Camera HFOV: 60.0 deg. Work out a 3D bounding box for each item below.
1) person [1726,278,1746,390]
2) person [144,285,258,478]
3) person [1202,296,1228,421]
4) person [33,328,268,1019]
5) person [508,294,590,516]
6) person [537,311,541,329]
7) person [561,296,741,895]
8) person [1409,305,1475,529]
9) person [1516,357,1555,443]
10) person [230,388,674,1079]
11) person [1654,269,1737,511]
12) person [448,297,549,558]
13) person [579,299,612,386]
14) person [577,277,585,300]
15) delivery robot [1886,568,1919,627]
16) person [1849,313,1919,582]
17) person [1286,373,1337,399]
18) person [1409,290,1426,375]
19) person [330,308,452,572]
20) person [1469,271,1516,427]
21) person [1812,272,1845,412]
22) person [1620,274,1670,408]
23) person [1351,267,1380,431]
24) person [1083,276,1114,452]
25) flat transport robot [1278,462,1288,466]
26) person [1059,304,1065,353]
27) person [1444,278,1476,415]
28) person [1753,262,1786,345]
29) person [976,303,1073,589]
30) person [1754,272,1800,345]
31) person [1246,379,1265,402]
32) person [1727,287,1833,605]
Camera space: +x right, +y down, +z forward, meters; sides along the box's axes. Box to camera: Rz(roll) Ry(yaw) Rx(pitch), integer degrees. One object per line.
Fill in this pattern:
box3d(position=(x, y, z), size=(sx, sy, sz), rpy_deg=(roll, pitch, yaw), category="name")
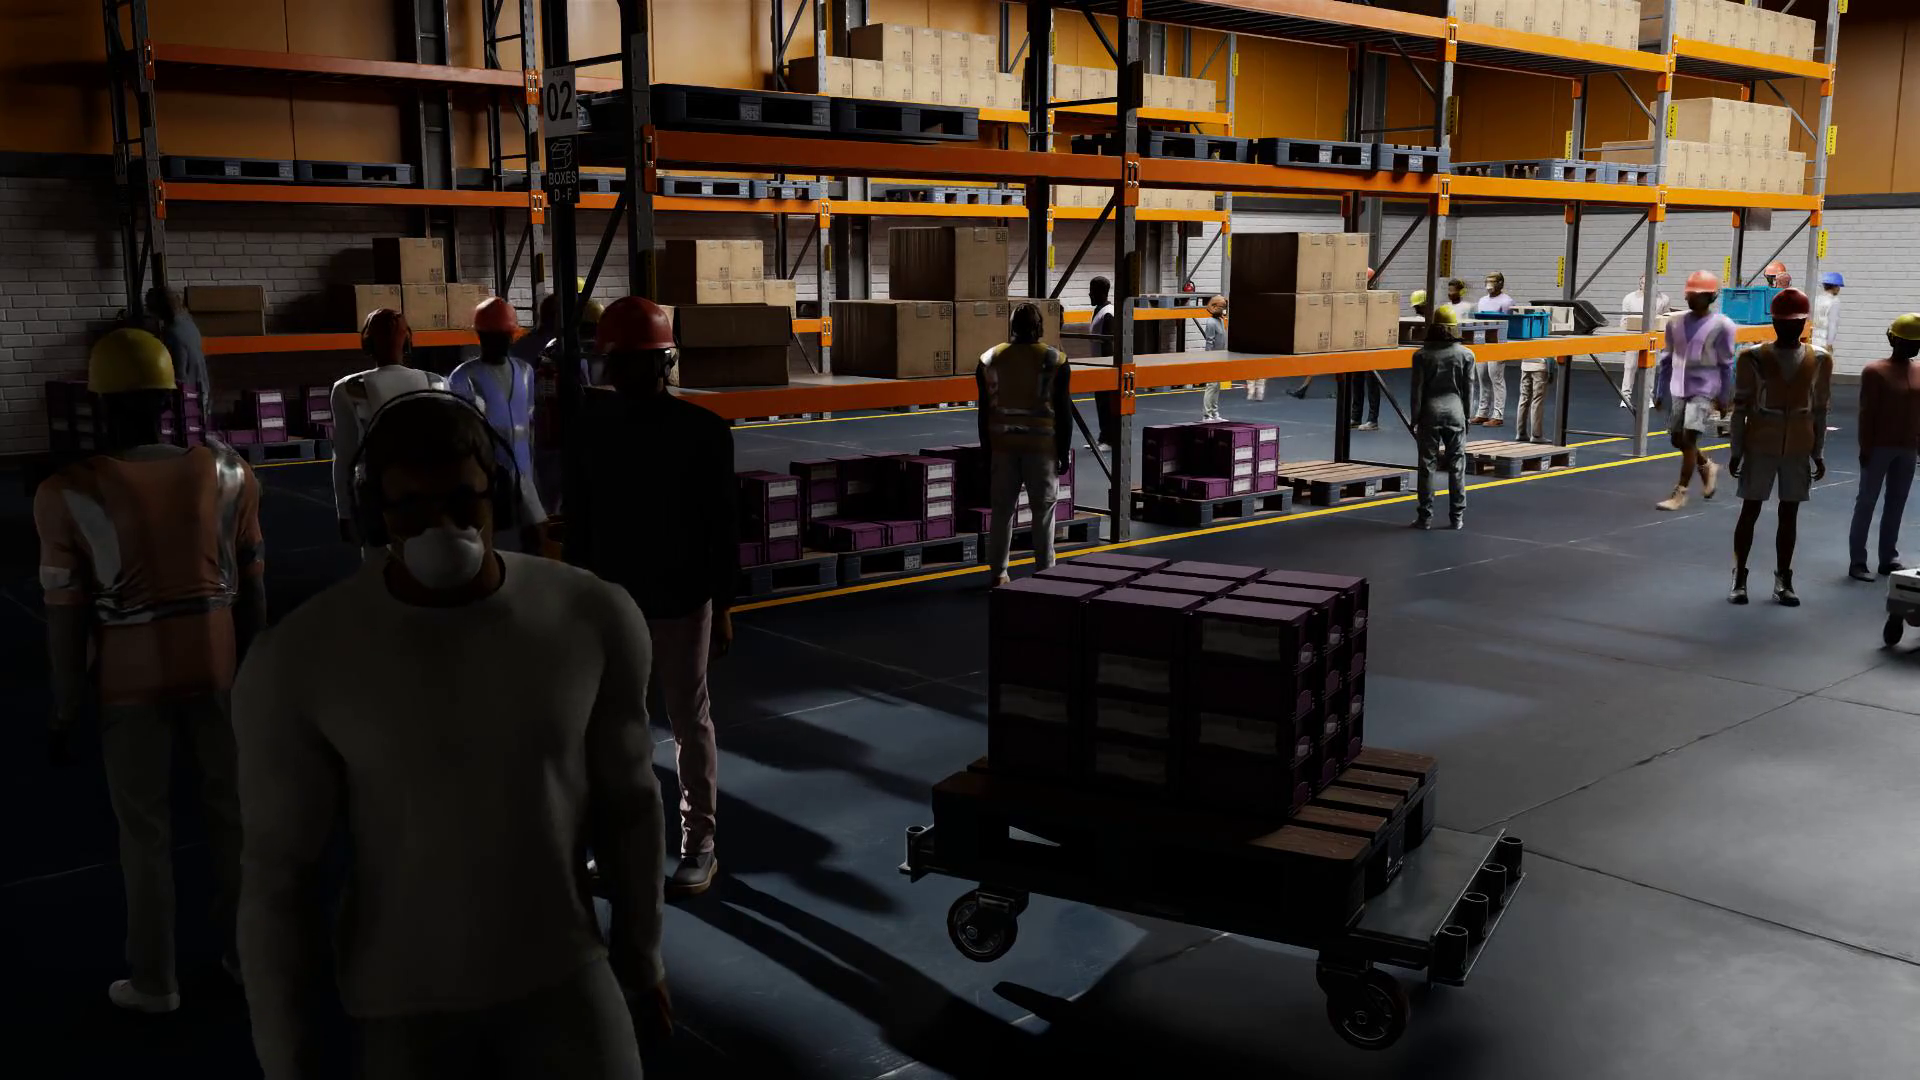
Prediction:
box3d(position=(12.263, -3.262, 26.279), size=(0.466, 1.824, 0.568), rpy_deg=(1, 10, 5), category="person")
box3d(position=(-6.387, -1.184, 13.908), size=(0.779, 1.892, 0.691), rpy_deg=(-1, 10, -7), category="person")
box3d(position=(3.234, -2.270, 21.053), size=(0.283, 1.623, 0.509), rpy_deg=(5, 11, 25), category="person")
box3d(position=(-2.255, 0.380, 4.658), size=(0.386, 1.926, 0.622), rpy_deg=(9, 13, 42), category="person")
box3d(position=(-2.638, -0.708, 11.186), size=(0.661, 1.866, 0.906), rpy_deg=(6, 12, 33), category="person")
box3d(position=(-4.479, -1.788, 18.234), size=(0.502, 1.628, 0.284), rpy_deg=(8, 13, 41), category="person")
box3d(position=(-1.041, 0.195, 5.534), size=(0.622, 1.992, 0.394), rpy_deg=(3, 10, 14), category="person")
box3d(position=(3.747, -0.950, 12.972), size=(0.486, 1.744, 0.310), rpy_deg=(1, 10, 6), category="person")
box3d(position=(6.575, -1.916, 18.956), size=(0.311, 1.634, 0.519), rpy_deg=(-4, 10, -22), category="person")
box3d(position=(-0.765, 0.727, 2.599), size=(0.660, 1.929, 0.425), rpy_deg=(-5, 11, -25), category="person")
box3d(position=(6.227, -1.265, 14.021), size=(0.854, 2.024, 0.616), rpy_deg=(-6, 11, -31), category="person")
box3d(position=(-2.455, -0.358, 9.060), size=(0.872, 1.893, 0.559), rpy_deg=(8, 13, 40), category="person")
box3d(position=(-2.577, -0.833, 12.089), size=(0.599, 1.806, 0.750), rpy_deg=(4, 11, 25), category="person")
box3d(position=(-3.961, -1.786, 17.369), size=(0.588, 1.919, 0.401), rpy_deg=(5, 11, 29), category="person")
box3d(position=(5.406, 0.266, 9.054), size=(0.707, 0.478, 0.477), rpy_deg=(-5, 11, -25), category="delivery robot")
box3d(position=(6.123, -0.604, 10.902), size=(0.522, 1.761, 0.322), rpy_deg=(-2, 10, -13), category="person")
box3d(position=(5.383, -3.034, 24.776), size=(1.013, 1.882, 0.565), rpy_deg=(-2, 10, -9), category="person")
box3d(position=(5.660, -2.136, 19.973), size=(0.570, 1.717, 0.535), rpy_deg=(9, 13, 42), category="person")
box3d(position=(-2.716, -0.172, 8.031), size=(0.579, 1.878, 0.346), rpy_deg=(-6, 11, -31), category="person")
box3d(position=(6.623, -2.374, 20.733), size=(0.362, 1.939, 0.635), rpy_deg=(-4, 10, -21), category="person")
box3d(position=(11.572, -2.663, 22.492), size=(0.707, 1.916, 0.642), rpy_deg=(-1, 10, -4), category="person")
box3d(position=(9.588, -2.793, 23.311), size=(0.641, 1.901, 0.401), rpy_deg=(3, 10, 17), category="person")
box3d(position=(4.935, -2.332, 20.329), size=(0.396, 1.992, 0.623), rpy_deg=(-5, 11, -29), category="person")
box3d(position=(1.571, -1.908, 18.113), size=(0.391, 1.911, 0.582), rpy_deg=(-1, 10, -5), category="person")
box3d(position=(2.462, -0.708, 15.860), size=(1.431, 0.197, 0.652), rpy_deg=(-9, 13, -42), category="flat transport robot")
box3d(position=(0.828, -1.383, 15.643), size=(0.321, 1.695, 0.536), rpy_deg=(-2, 10, -9), category="person")
box3d(position=(6.391, -2.447, 21.456), size=(0.516, 1.850, 0.563), rpy_deg=(-4, 11, -24), category="person")
box3d(position=(11.263, -2.832, 23.114), size=(0.614, 2.041, 0.393), rpy_deg=(-6, 11, -32), category="person")
box3d(position=(0.415, -0.580, 10.566), size=(0.622, 1.835, 0.430), rpy_deg=(3, 10, 18), category="person")
box3d(position=(11.225, -2.711, 22.806), size=(0.651, 1.907, 0.409), rpy_deg=(7, 12, 34), category="person")
box3d(position=(4.303, -3.004, 24.377), size=(0.620, 1.957, 0.834), rpy_deg=(4, 10, 20), category="person")
box3d(position=(4.977, -0.557, 10.106), size=(0.552, 1.935, 0.374), rpy_deg=(2, 10, 14), category="person")
